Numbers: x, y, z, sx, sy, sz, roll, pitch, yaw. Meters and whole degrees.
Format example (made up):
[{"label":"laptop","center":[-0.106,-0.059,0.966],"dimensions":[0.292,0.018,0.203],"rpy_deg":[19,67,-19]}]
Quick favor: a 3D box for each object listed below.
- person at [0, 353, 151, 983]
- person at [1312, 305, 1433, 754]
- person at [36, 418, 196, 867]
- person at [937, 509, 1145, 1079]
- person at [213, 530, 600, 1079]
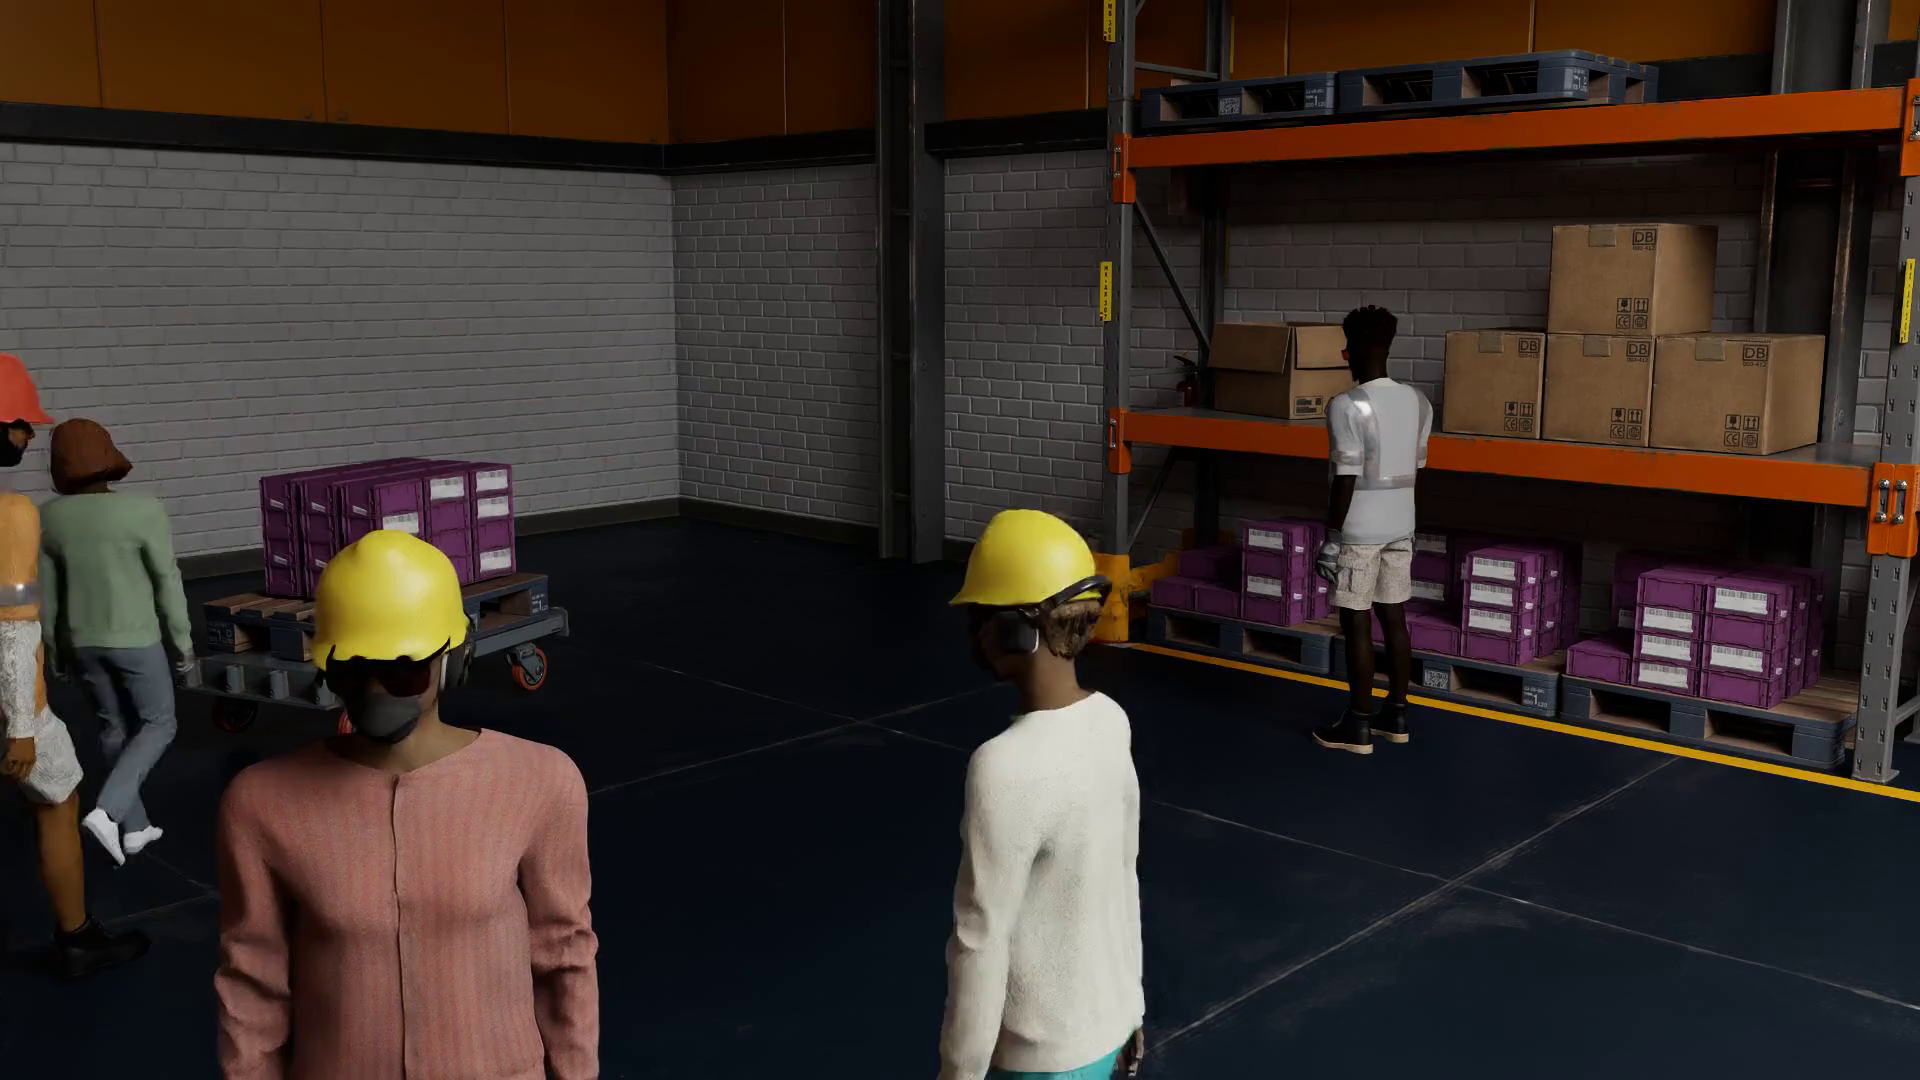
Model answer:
[{"label":"person","center":[-2.775,0.431,4.616],"dimensions":[0.566,1.900,0.937],"rpy_deg":[3,10,20]},{"label":"person","center":[1.801,-0.047,7.330],"dimensions":[0.614,1.962,0.366],"rpy_deg":[-7,12,-37]},{"label":"person","center":[-2.993,0.374,5.850],"dimensions":[0.520,1.615,0.612],"rpy_deg":[0,9,0]},{"label":"person","center":[0.235,0.817,2.767],"dimensions":[0.781,1.731,0.519],"rpy_deg":[4,10,22]},{"label":"person","center":[-0.788,0.853,2.428],"dimensions":[0.533,1.765,0.329],"rpy_deg":[-3,10,-16]}]
